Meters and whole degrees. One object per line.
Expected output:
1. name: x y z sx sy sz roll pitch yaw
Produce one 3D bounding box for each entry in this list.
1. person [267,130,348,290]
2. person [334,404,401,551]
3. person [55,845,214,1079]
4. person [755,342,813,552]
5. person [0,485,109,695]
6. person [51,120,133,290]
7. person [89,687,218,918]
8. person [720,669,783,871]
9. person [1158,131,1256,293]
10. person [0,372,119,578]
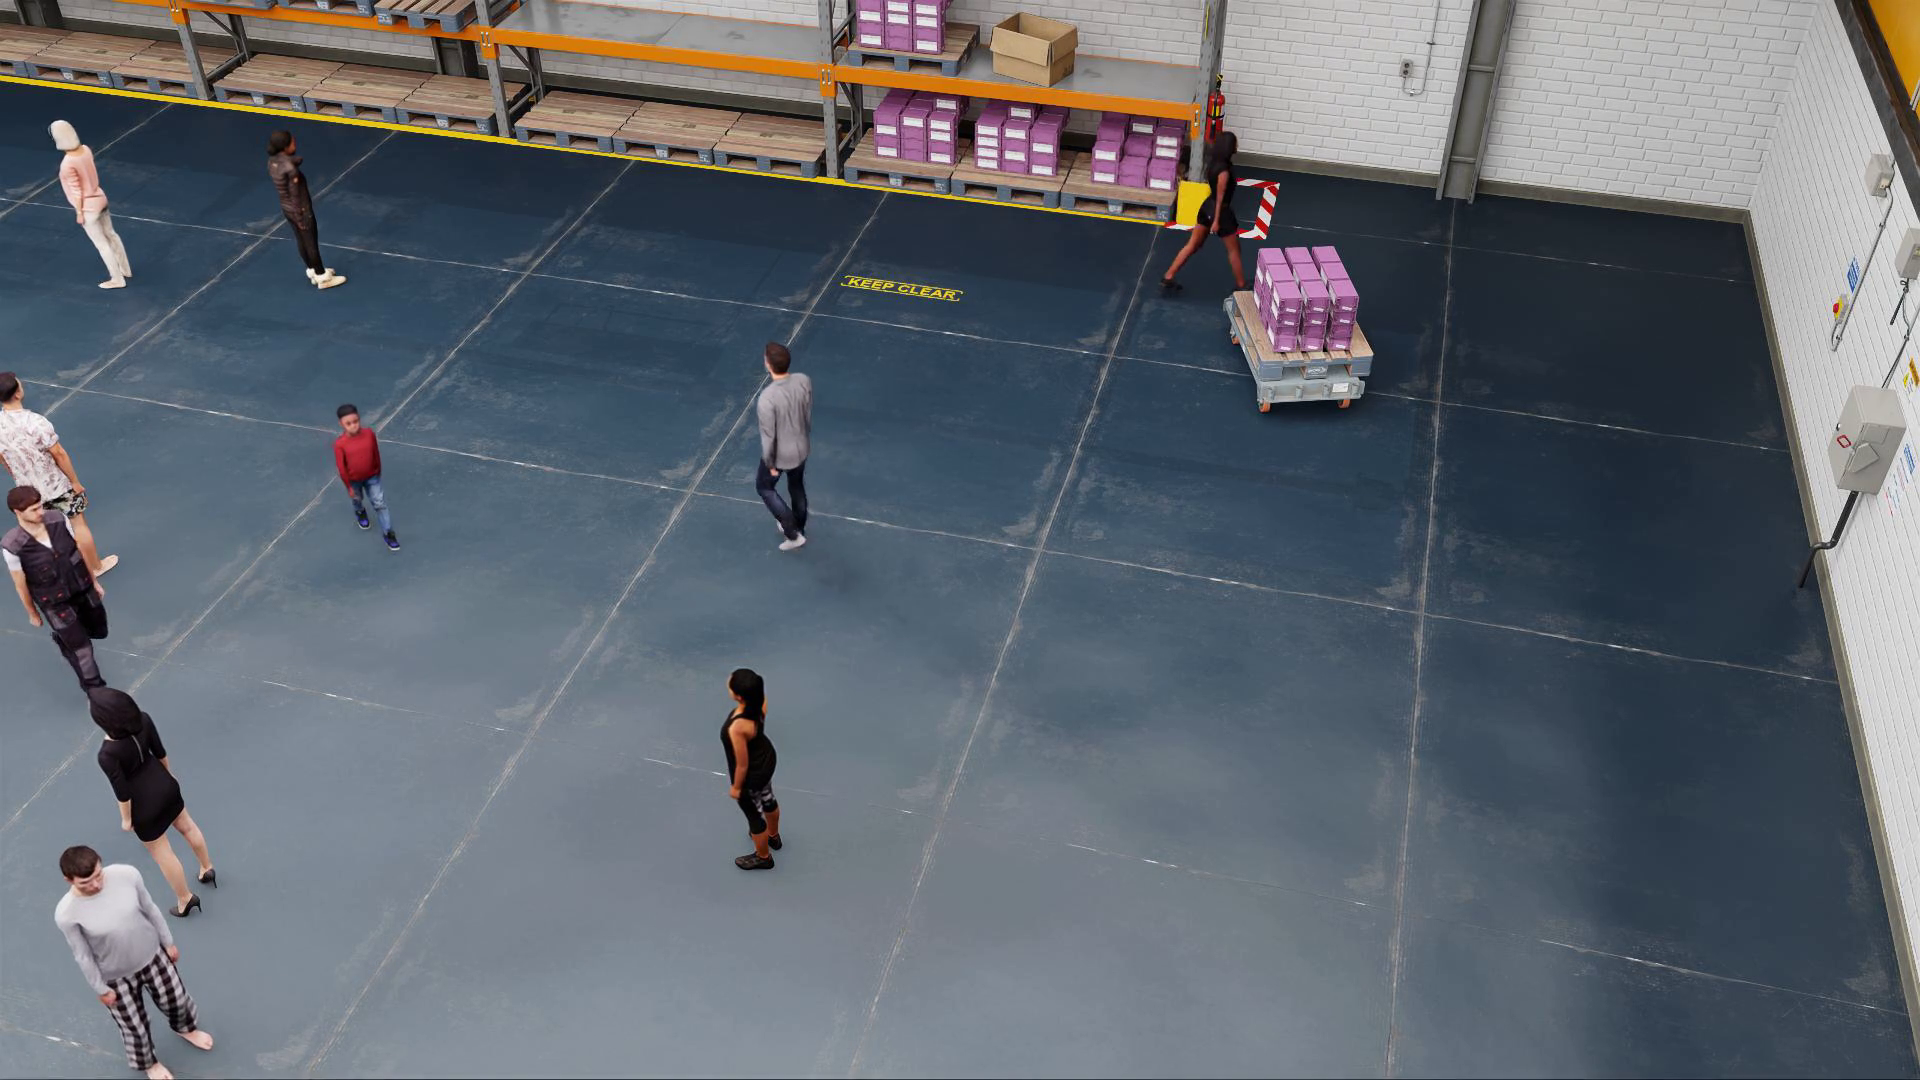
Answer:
1. person: -6.400 -3.171 16.070 0.740 1.661 0.685 -20 43 -23
2. person: -4.753 -0.544 13.115 0.839 1.244 0.926 -23 44 -26
3. person: -4.552 2.284 9.095 0.709 1.841 0.706 26 45 28
4. person: -1.288 -0.663 12.771 0.861 1.859 0.916 -30 48 -32
5. person: -6.259 0.350 11.530 1.059 1.825 0.798 21 43 24
6. person: -8.432 -3.264 16.134 0.594 1.726 0.645 1 39 2
7. person: -4.863 1.571 10.015 0.476 1.807 0.588 10 40 12
8. person: -1.287 1.407 10.340 0.494 1.659 0.572 10 40 12
9. person: 2.360 -3.065 15.914 1.311 1.690 0.902 -3 39 -4
10. person: -6.922 -0.468 12.562 0.574 1.816 0.767 2 39 3
